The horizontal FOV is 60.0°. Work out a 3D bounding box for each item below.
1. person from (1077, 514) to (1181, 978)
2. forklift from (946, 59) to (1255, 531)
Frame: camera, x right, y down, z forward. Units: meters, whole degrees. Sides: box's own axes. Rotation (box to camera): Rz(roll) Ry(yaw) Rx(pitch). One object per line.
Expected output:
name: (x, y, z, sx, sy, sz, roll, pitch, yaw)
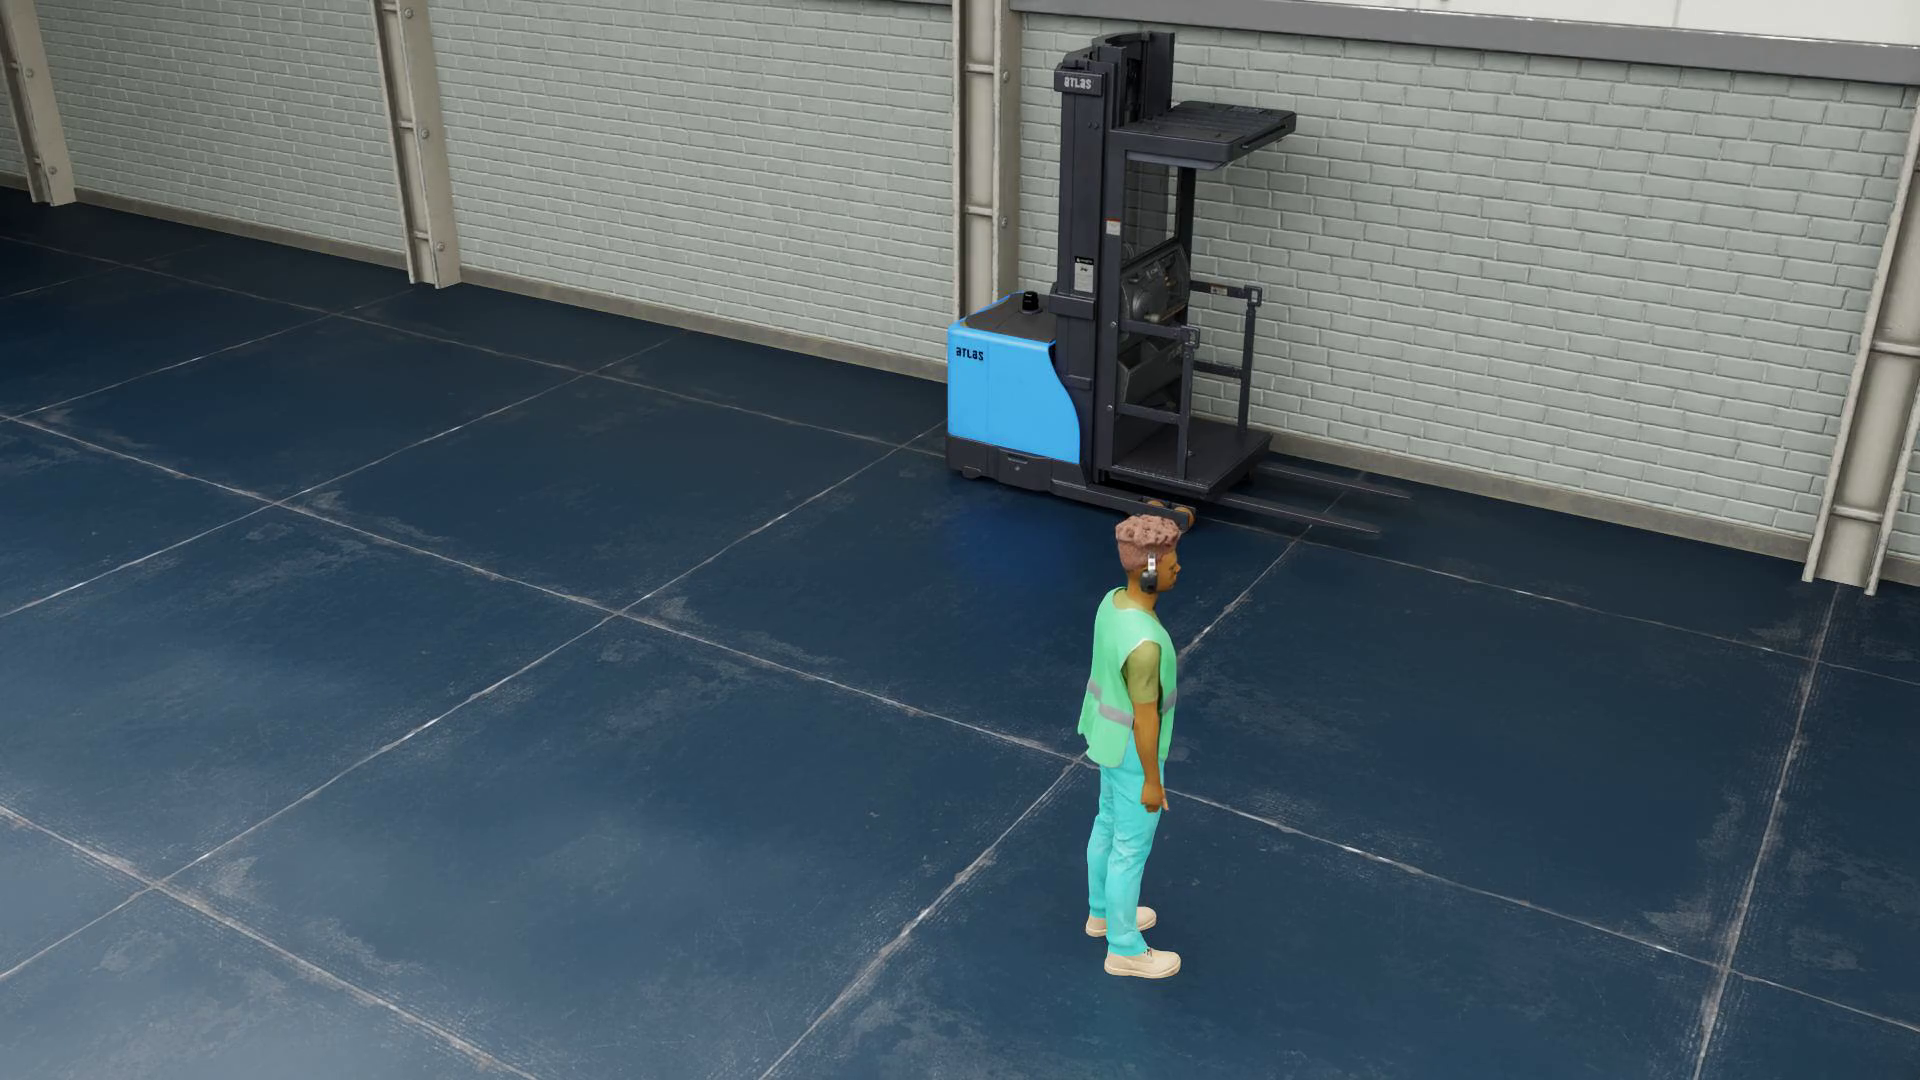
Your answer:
person: (0.672, 0.816, 6.538, 0.405, 1.979, 0.484, -5, 26, -10)
forklift: (0.933, -1.707, 10.833, 1.873, 2.768, 1.129, 15, 29, 28)
